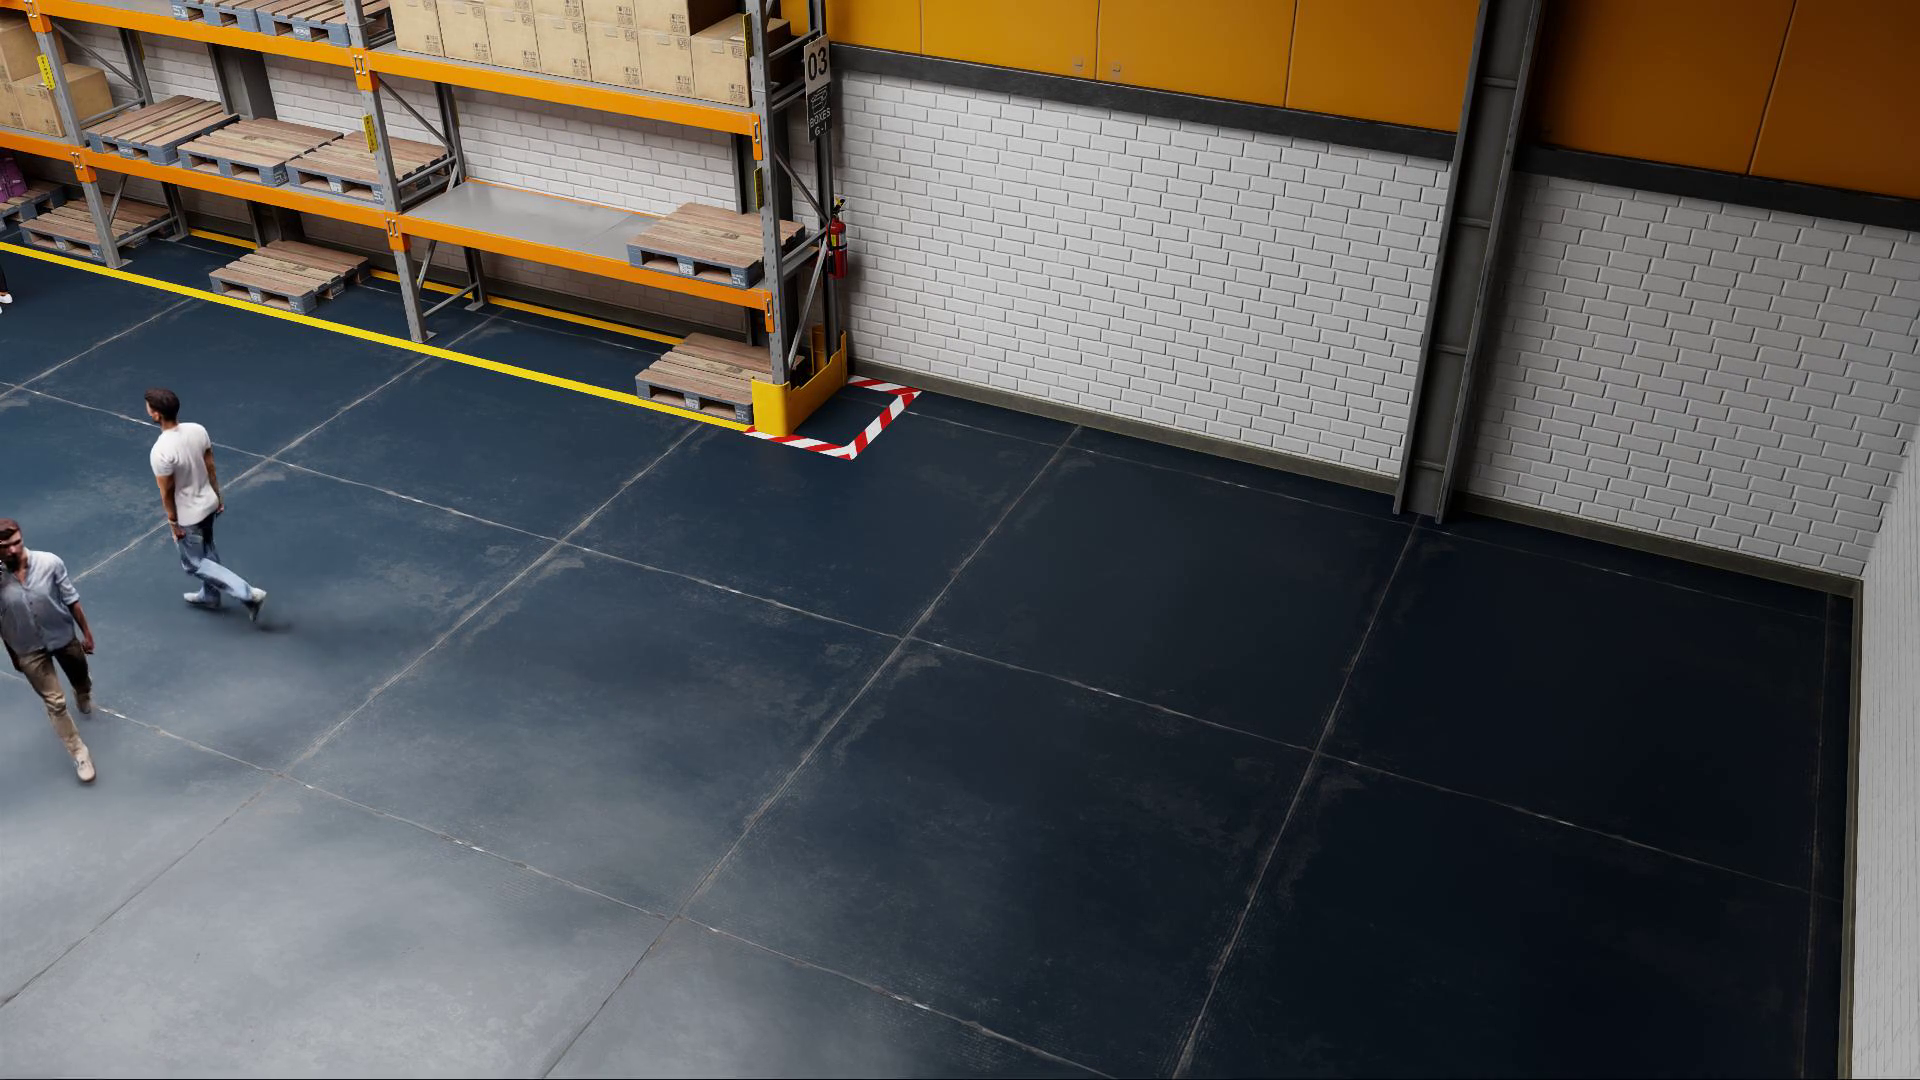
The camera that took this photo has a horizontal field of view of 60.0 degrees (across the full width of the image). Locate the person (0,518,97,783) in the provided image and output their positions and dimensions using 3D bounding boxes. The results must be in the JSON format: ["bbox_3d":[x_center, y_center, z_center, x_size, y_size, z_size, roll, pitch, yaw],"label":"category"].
[{"bbox_3d":[-5.755,0.598,10.454,1.006,1.827,1.174,-19,38,-27],"label":"person"}]

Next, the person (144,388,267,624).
[{"bbox_3d":[-5.311,-0.214,11.664,1.093,1.840,0.790,9,35,13],"label":"person"}]
